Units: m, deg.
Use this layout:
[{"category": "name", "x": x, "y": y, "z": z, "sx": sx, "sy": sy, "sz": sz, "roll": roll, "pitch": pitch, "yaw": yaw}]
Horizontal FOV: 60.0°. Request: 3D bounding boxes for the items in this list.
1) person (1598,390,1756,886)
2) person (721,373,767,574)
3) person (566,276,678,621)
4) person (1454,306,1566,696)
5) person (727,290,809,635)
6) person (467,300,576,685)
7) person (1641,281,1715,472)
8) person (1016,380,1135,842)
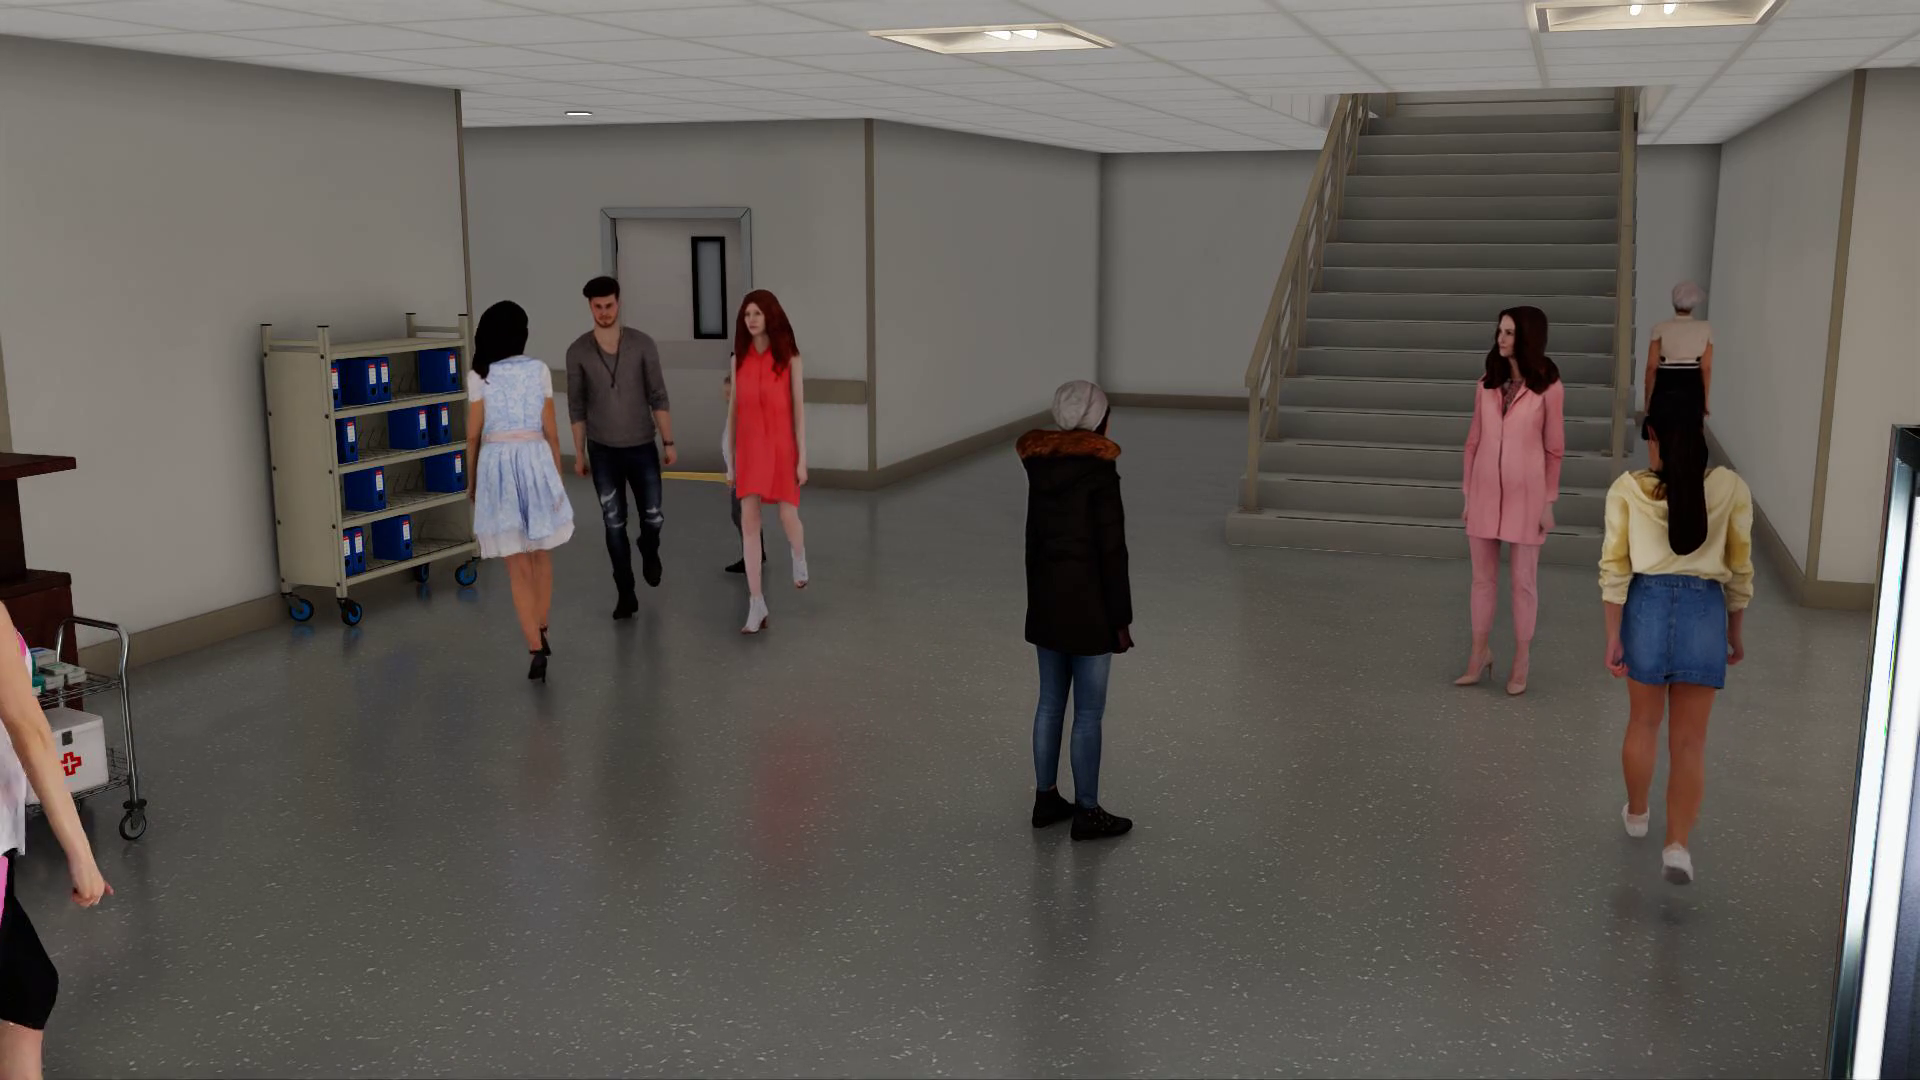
[{"category": "person", "x": 2.358, "y": 0.344, "z": 5.480, "sx": 0.673, "sy": 1.596, "sz": 1.122, "roll": 5, "pitch": 12, "yaw": 23}, {"category": "person", "x": -1.332, "y": -0.428, "z": 10.448, "sx": 0.793, "sy": 1.261, "sz": 0.515, "roll": 3, "pitch": 11, "yaw": 17}, {"category": "person", "x": -1.874, "y": -0.519, "z": 9.282, "sx": 1.012, "sy": 1.874, "sz": 1.143, "roll": -2, "pitch": 11, "yaw": -12}, {"category": "person", "x": 2.565, "y": -0.187, "z": 7.732, "sx": 0.678, "sy": 1.801, "sz": 0.653, "roll": 10, "pitch": 14, "yaw": 41}, {"category": "person", "x": -0.993, "y": -0.418, "z": 8.925, "sx": 0.694, "sy": 1.810, "sz": 0.968, "roll": 2, "pitch": 11, "yaw": 12}, {"category": "person", "x": -2.062, "y": -0.195, "z": 7.799, "sx": 0.927, "sy": 1.790, "sz": 0.998, "roll": -5, "pitch": 12, "yaw": -23}, {"category": "person", "x": 5.236, "y": -0.991, "z": 12.119, "sx": 0.655, "sy": 1.744, "sz": 0.773, "roll": 3, "pitch": 11, "yaw": 16}, {"category": "person", "x": 0.408, "y": 0.242, "z": 5.919, "sx": 0.753, "sy": 1.634, "sz": 0.733, "roll": -9, "pitch": 14, "yaw": -41}]
